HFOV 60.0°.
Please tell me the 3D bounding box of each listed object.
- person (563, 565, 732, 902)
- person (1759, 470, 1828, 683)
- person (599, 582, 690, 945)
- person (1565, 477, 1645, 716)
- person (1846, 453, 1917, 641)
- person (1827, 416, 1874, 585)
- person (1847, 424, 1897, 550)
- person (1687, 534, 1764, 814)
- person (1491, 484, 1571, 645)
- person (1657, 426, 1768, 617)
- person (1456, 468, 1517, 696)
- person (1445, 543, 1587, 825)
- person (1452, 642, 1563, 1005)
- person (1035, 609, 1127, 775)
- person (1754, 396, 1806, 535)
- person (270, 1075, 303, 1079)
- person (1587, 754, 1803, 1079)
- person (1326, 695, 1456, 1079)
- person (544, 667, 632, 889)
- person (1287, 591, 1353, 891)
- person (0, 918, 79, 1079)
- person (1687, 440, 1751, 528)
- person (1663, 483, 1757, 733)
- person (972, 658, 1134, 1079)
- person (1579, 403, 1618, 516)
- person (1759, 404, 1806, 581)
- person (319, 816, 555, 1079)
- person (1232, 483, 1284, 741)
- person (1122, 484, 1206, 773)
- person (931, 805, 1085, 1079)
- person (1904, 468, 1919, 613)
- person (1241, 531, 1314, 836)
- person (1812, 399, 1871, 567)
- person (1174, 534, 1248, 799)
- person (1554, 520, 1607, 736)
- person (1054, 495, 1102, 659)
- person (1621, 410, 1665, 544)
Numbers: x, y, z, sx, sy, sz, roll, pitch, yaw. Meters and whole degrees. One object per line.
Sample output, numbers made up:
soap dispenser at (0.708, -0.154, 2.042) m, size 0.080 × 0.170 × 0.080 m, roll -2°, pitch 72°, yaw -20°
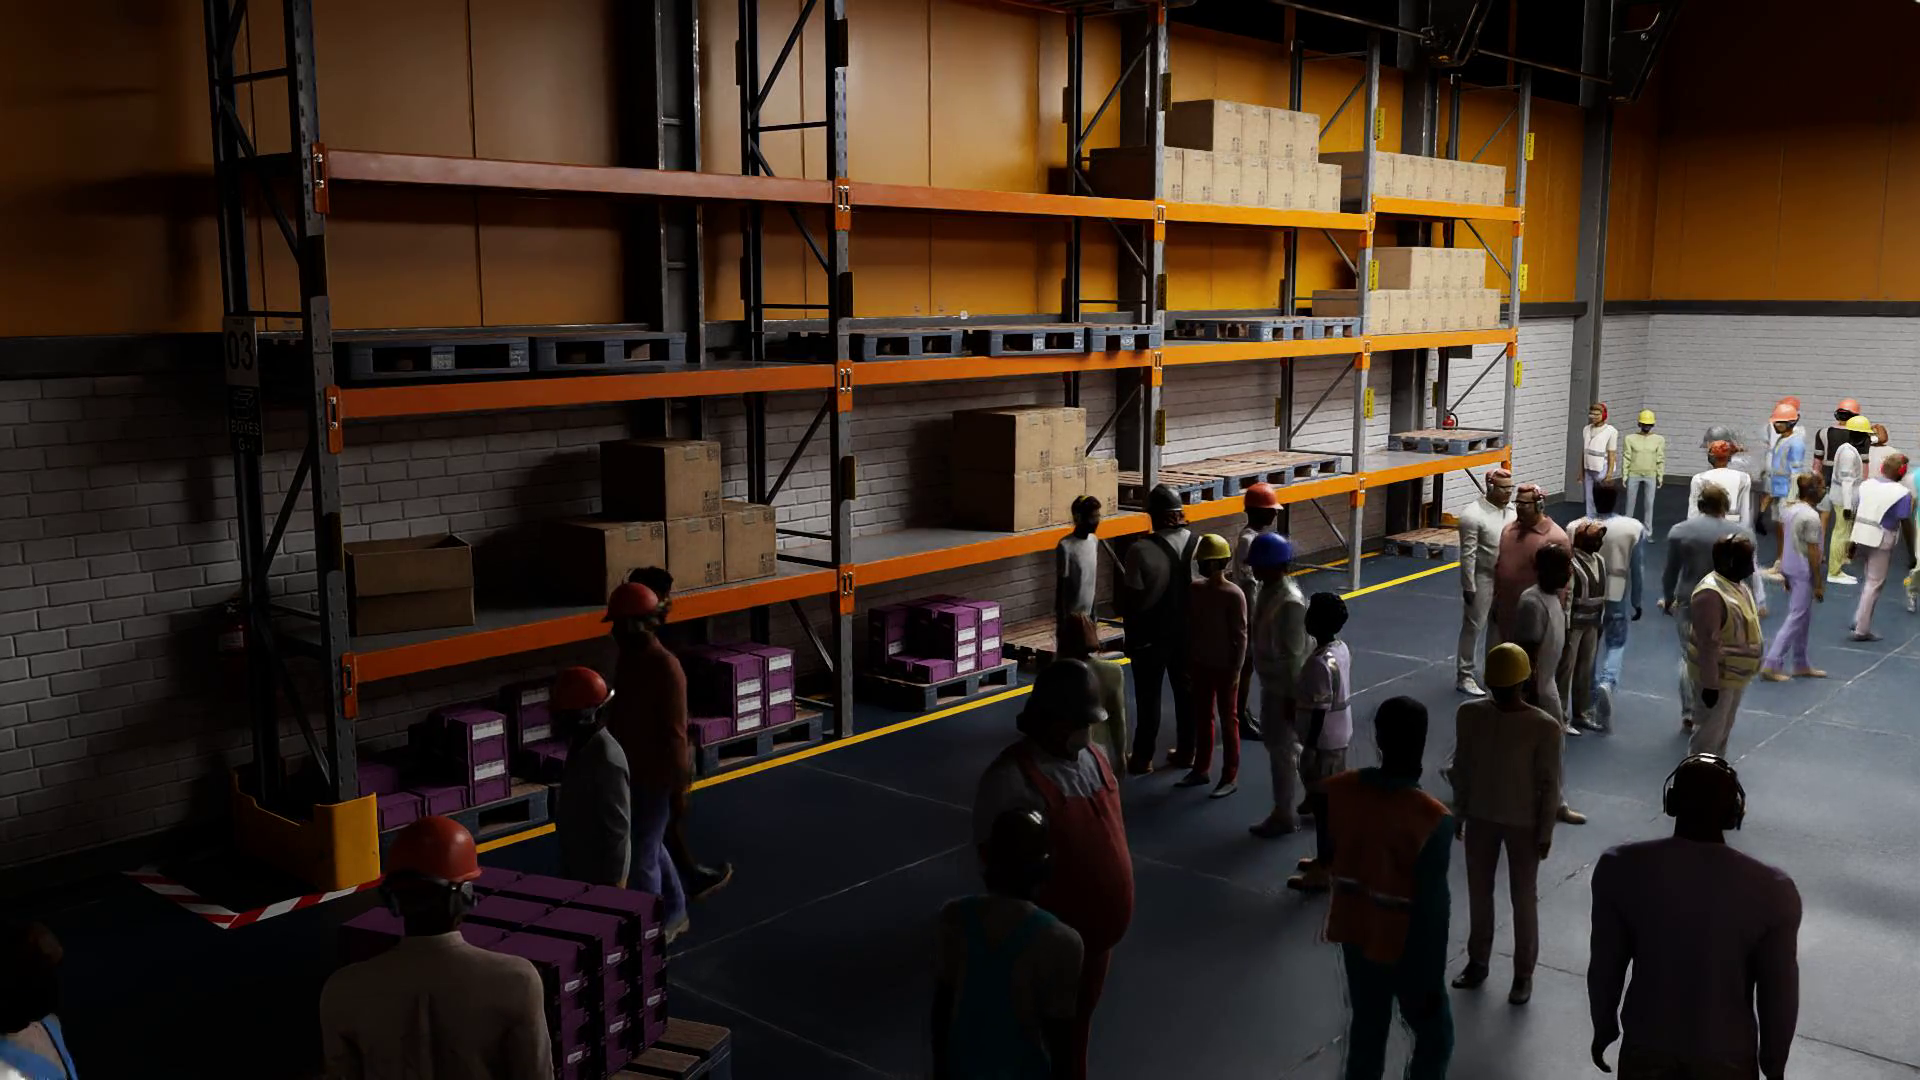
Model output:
person at (-1.741, 1.097, 8.977) m, size 0.992 × 1.887 × 0.673 m, roll -4°, pitch 10°, yaw -23°
person at (7.206, 0.314, 14.258) m, size 0.503 × 1.849 × 0.523 m, roll 2°, pitch 9°, yaw 11°
person at (-1.592, 1.181, 8.314) m, size 0.690 × 1.952 × 0.657 m, roll -6°, pitch 11°, yaw -35°
person at (5.040, 0.455, 13.072) m, size 0.596 × 1.901 × 0.638 m, roll 4°, pitch 10°, yaw 25°
person at (8.730, 0.078, 15.778) m, size 0.482 × 1.819 × 0.586 m, roll -2°, pitch 9°, yaw -10°
person at (10.098, -0.453, 18.897) m, size 0.398 × 1.920 × 0.586 m, roll 5°, pitch 10°, yaw 27°
person at (11.588, -0.656, 21.117) m, size 0.285 × 1.633 × 0.500 m, roll -8°, pitch 12°, yaw -42°
person at (4.849, 0.878, 10.554) m, size 0.430 × 1.845 × 0.619 m, roll 7°, pitch 11°, yaw 39°
person at (4.292, 0.520, 12.655) m, size 0.407 × 1.908 × 0.642 m, roll -5°, pitch 10°, yaw -30°
person at (7.774, -0.212, 16.948) m, size 1.063 × 2.000 × 0.693 m, roll 1°, pitch 9°, yaw 8°
person at (4.427, 0.347, 13.821) m, size 0.641 × 1.898 × 0.398 m, roll -5°, pitch 10°, yaw -28°
person at (3.574, 0.894, 10.604) m, size 0.811 × 1.816 × 0.536 m, roll 7°, pitch 11°, yaw 37°
person at (2.576, 1.337, 7.908) m, size 0.515 × 1.752 × 0.374 m, roll 8°, pitch 12°, yaw 41°
person at (0.664, 1.196, 9.197) m, size 0.518 × 1.616 × 0.448 m, roll 1°, pitch 9°, yaw 6°
person at (10.897, -0.959, 22.133) m, size 0.651 × 1.924 × 0.572 m, roll -8°, pitch 12°, yaw -41°
person at (-1.376, 1.993, 3.437) m, size 0.644 × 1.821 × 0.559 m, roll 8°, pitch 12°, yaw 42°
person at (2.348, 1.633, 5.373) m, size 0.627 × 1.940 × 0.373 m, roll 5°, pitch 10°, yaw 30°
person at (1.638, 1.516, 6.251) m, size 0.517 × 1.900 × 0.605 m, roll -6°, pitch 11°, yaw -36°
person at (-1.642, 1.415, 7.379) m, size 0.342 × 1.747 × 0.572 m, roll -5°, pitch 10°, yaw -27°
person at (2.048, 1.127, 9.409) m, size 0.318 × 1.700 × 0.535 m, roll 4°, pitch 10°, yaw 24°
person at (-2.586, 1.856, 4.423) m, size 0.917 × 1.793 × 0.642 m, roll -4°, pitch 10°, yaw -26°
person at (7.464, -0.046, 16.404) m, size 0.581 × 1.879 × 0.356 m, roll 1°, pitch 9°, yaw 5°
person at (5.780, 0.496, 12.886) m, size 0.634 × 1.884 × 1.003 m, roll 3°, pitch 9°, yaw 21°
person at (0.404, 1.438, 6.306) m, size 0.538 × 2.000 × 0.682 m, roll 8°, pitch 12°, yaw 41°
person at (8.435, -0.890, 21.977) m, size 0.388 × 1.837 × 0.562 m, roll -3°, pitch 9°, yaw -20°
person at (9.437, -0.541, 19.102) m, size 0.402 × 2.034 × 0.610 m, roll 1°, pitch 9°, yaw 6°
person at (-1.403, 1.735, 4.566) m, size 0.610 × 1.985 × 0.392 m, roll -1°, pitch 9°, yaw -8°
person at (2.228, 0.530, 12.500) m, size 0.369 × 1.933 × 0.553 m, roll 2°, pitch 9°, yaw 12°
person at (1.423, 0.605, 11.678) m, size 0.681 × 2.000 × 0.535 m, roll -3°, pitch 9°, yaw -21°
person at (0.098, 1.732, 5.165) m, size 0.562 × 1.813 × 0.892 m, roll 4°, pitch 10°, yaw 26°
person at (9.926, -0.098, 16.909) m, size 0.558 × 1.822 × 0.450 m, roll 2°, pitch 9°, yaw 14°
person at (2.039, 0.884, 10.284) m, size 0.680 × 1.920 × 0.635 m, roll -1°, pitch 9°, yaw -6°
person at (10.623, -0.690, 20.073) m, size 0.612 × 2.030 × 0.404 m, roll 7°, pitch 11°, yaw 39°
person at (1.686, 0.832, 11.090) m, size 0.329 × 1.769 × 0.526 m, roll -6°, pitch 11°, yaw -34°
person at (4.715, 0.661, 12.638) m, size 0.514 × 1.634 × 0.313 m, roll -6°, pitch 11°, yaw -35°
person at (0.874, 0.578, 12.486) m, size 0.401 × 1.849 × 0.503 m, roll 7°, pitch 11°, yaw 37°
person at (8.950, -0.827, 21.809) m, size 0.525 × 1.762 × 0.339 m, roll 2°, pitch 9°, yaw 13°
